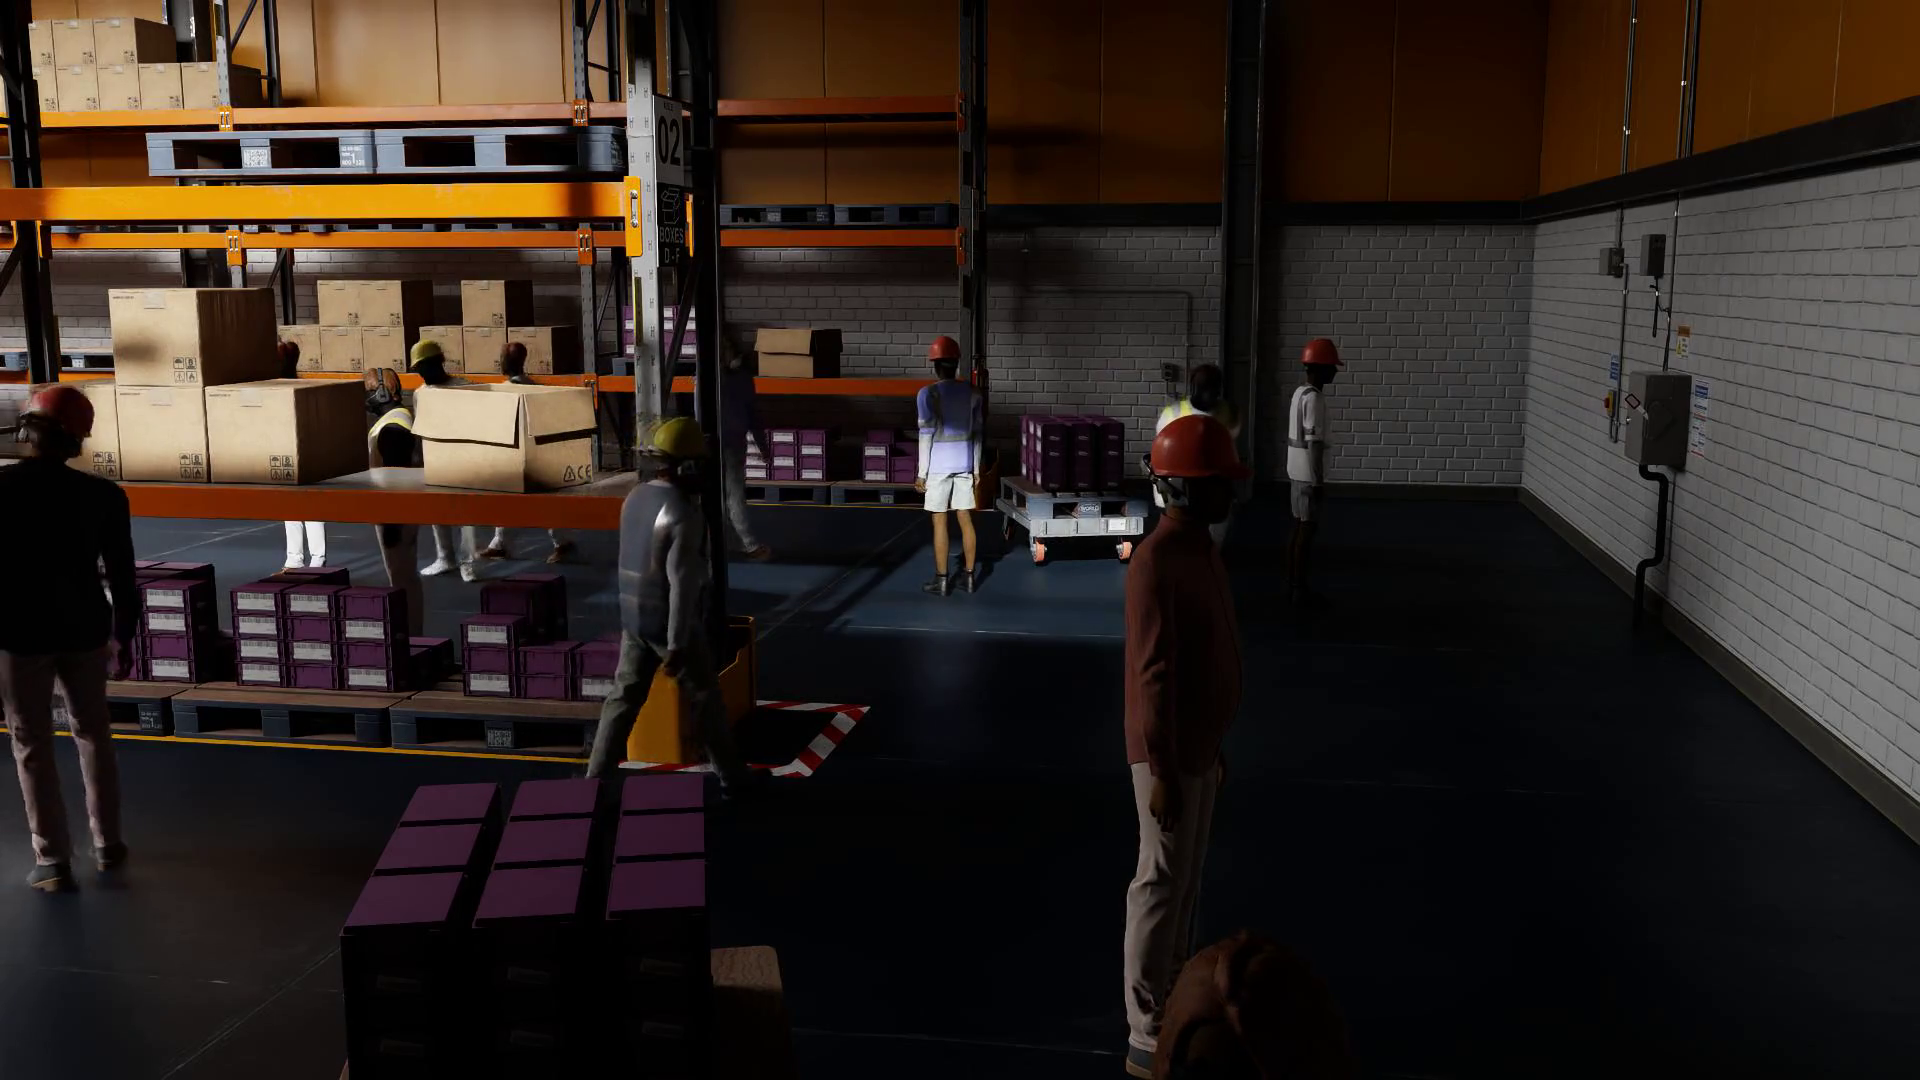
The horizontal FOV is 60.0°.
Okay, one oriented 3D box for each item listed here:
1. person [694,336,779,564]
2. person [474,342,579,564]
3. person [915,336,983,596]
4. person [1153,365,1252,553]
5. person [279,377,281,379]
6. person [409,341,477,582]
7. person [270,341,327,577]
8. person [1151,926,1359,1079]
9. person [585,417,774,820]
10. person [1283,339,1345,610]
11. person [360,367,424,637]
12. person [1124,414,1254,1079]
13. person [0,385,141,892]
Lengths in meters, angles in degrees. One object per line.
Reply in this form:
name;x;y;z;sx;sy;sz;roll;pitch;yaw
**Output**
person;-1.936;-0.762;13.912;1.020;1.890;0.633;5;10;29
person;-3.598;-0.710;13.739;0.954;1.845;0.593;1;9;7
person;-0.099;-0.551;12.431;0.551;1.933;0.376;-5;11;-31
person;1.640;-0.268;11.112;0.641;1.795;0.895;-1;9;-7
person;-6.723;-1.103;16.122;0.408;1.856;0.511;-1;9;-8
person;-3.979;-0.613;13.015;0.674;1.879;0.407;2;9;14
person;-5.121;-0.588;12.819;0.582;1.881;0.338;6;11;31
person;0.344;1.265;2.094;0.498;1.633;0.279;4;10;24
person;-1.302;0.350;7.358;0.944;1.781;0.587;-9;13;-43
person;2.545;-0.475;11.949;0.375;1.935;0.551;0;9;0
person;-3.486;-0.140;10.200;0.429;1.836;0.626;-4;10;-21
person;0.670;0.620;4.981;0.376;1.995;0.612;3;10;20
person;-3.554;0.402;6.532;0.648;1.974;0.380;-8;12;-42
